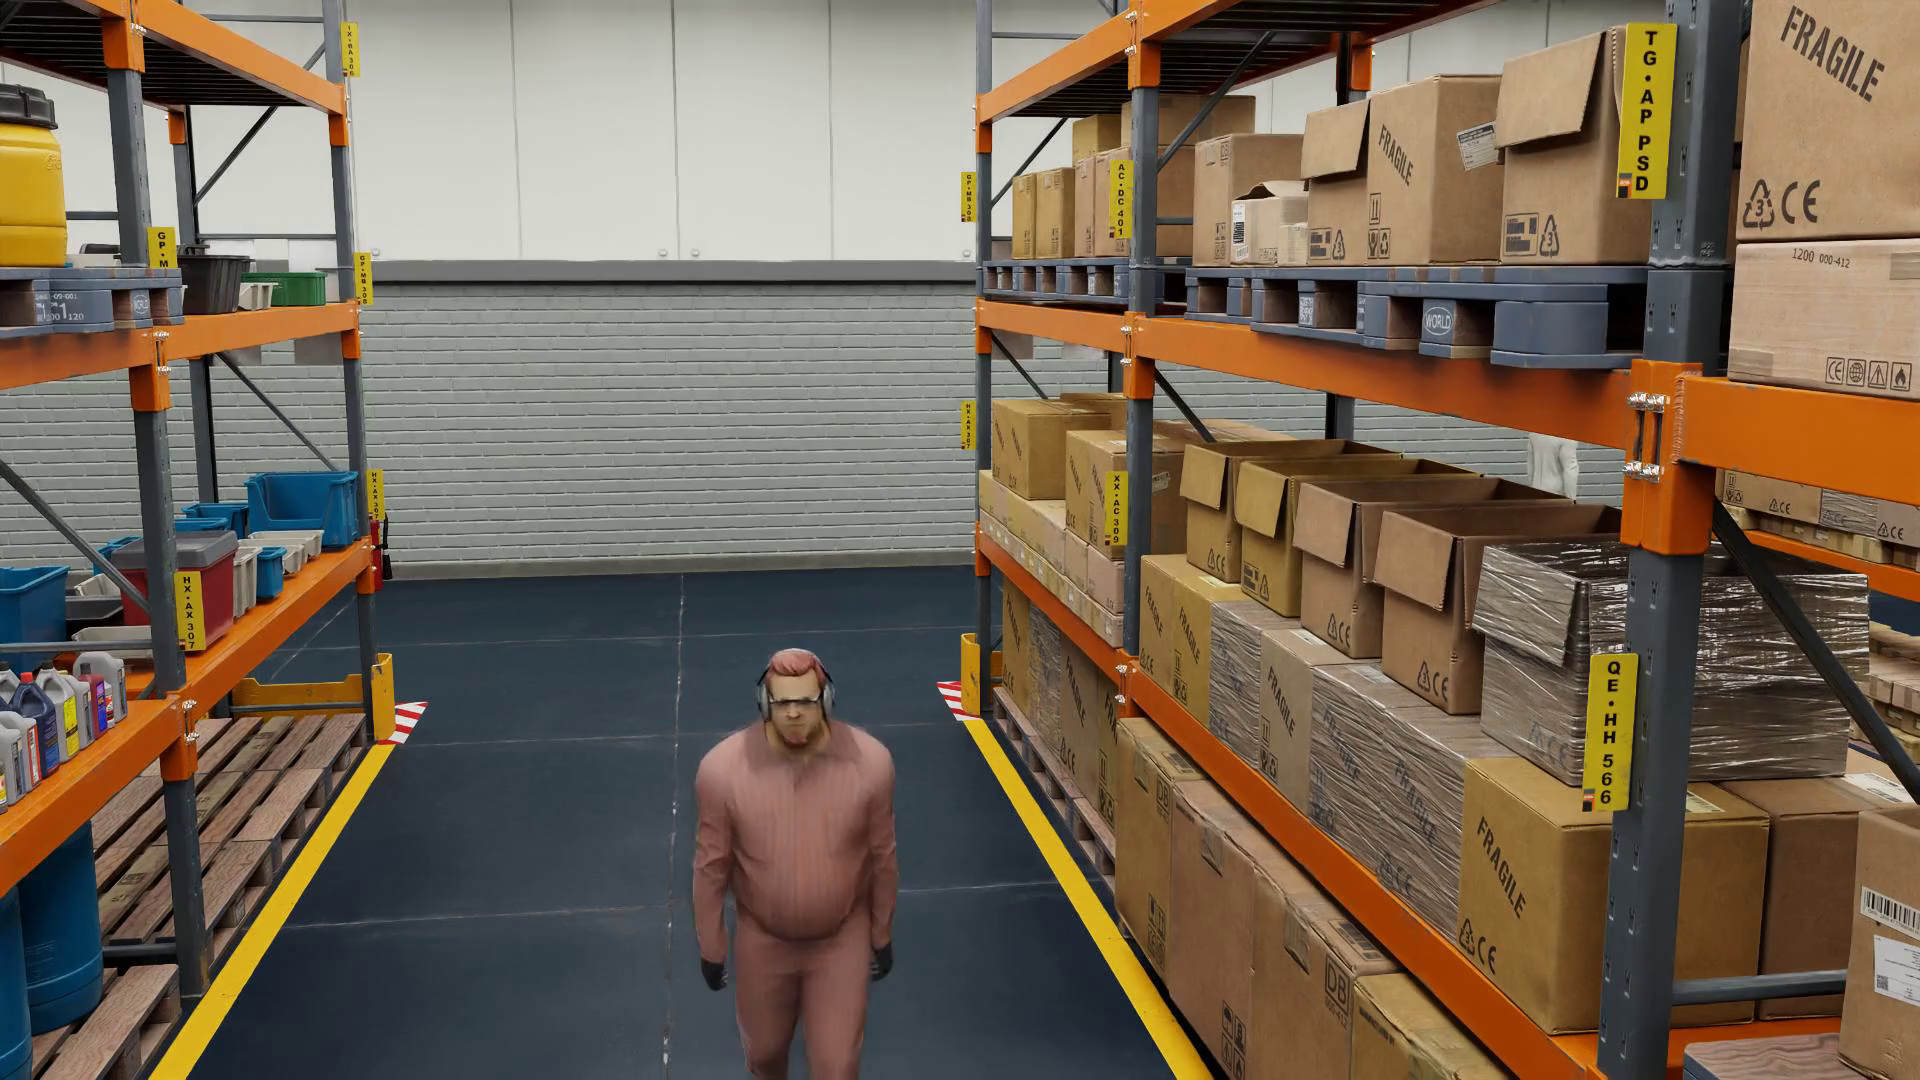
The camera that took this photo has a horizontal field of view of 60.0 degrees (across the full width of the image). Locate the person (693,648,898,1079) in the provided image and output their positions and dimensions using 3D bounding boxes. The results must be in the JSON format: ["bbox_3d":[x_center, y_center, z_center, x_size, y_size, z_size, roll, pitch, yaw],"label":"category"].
[{"bbox_3d":[-0.528,1.236,5.395,0.656,1.881,0.819,-1,9,-7],"label":"person"}]

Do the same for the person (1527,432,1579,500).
[{"bbox_3d":[5.473,-0.408,15.349,0.351,1.931,0.635,-3,10,-15],"label":"person"}]
